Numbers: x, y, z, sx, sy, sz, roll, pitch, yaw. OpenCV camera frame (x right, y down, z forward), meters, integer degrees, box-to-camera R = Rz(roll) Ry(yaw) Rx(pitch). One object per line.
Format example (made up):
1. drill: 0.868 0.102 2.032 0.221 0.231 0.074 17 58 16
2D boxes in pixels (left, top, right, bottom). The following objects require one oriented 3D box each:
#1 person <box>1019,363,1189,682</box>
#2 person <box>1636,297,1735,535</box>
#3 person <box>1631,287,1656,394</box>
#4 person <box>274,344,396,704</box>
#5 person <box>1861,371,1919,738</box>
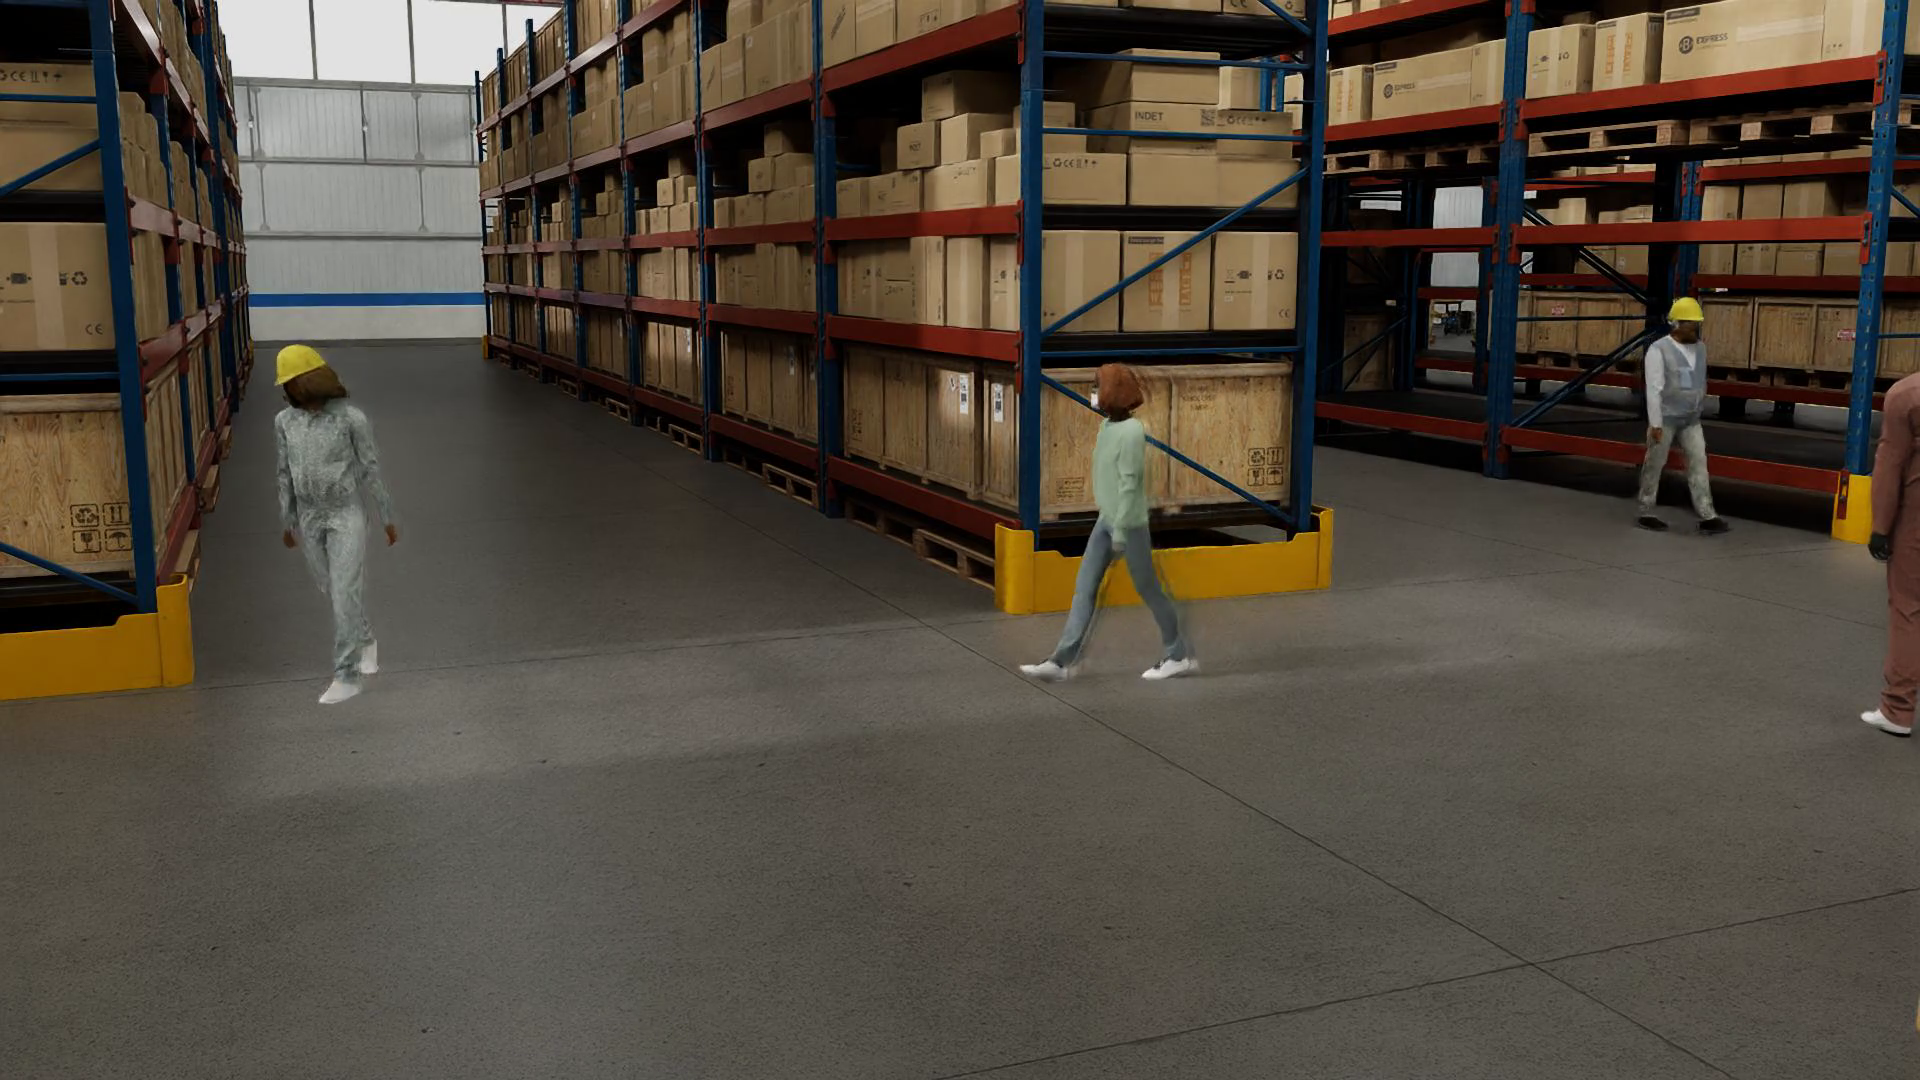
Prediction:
1. person: 0.754 -0.073 8.146 0.881 1.581 0.514 -3 10 -16
2. person: 5.500 -0.918 12.573 0.625 1.798 0.859 -4 10 -23
3. person: 10.843 -3.179 26.230 0.525 1.772 0.309 -3 10 -15
4. person: -3.014 -0.112 8.095 0.565 1.694 0.761 1 10 8
5. person: 4.307 -0.079 7.286 0.645 1.898 0.397 1 9 3
